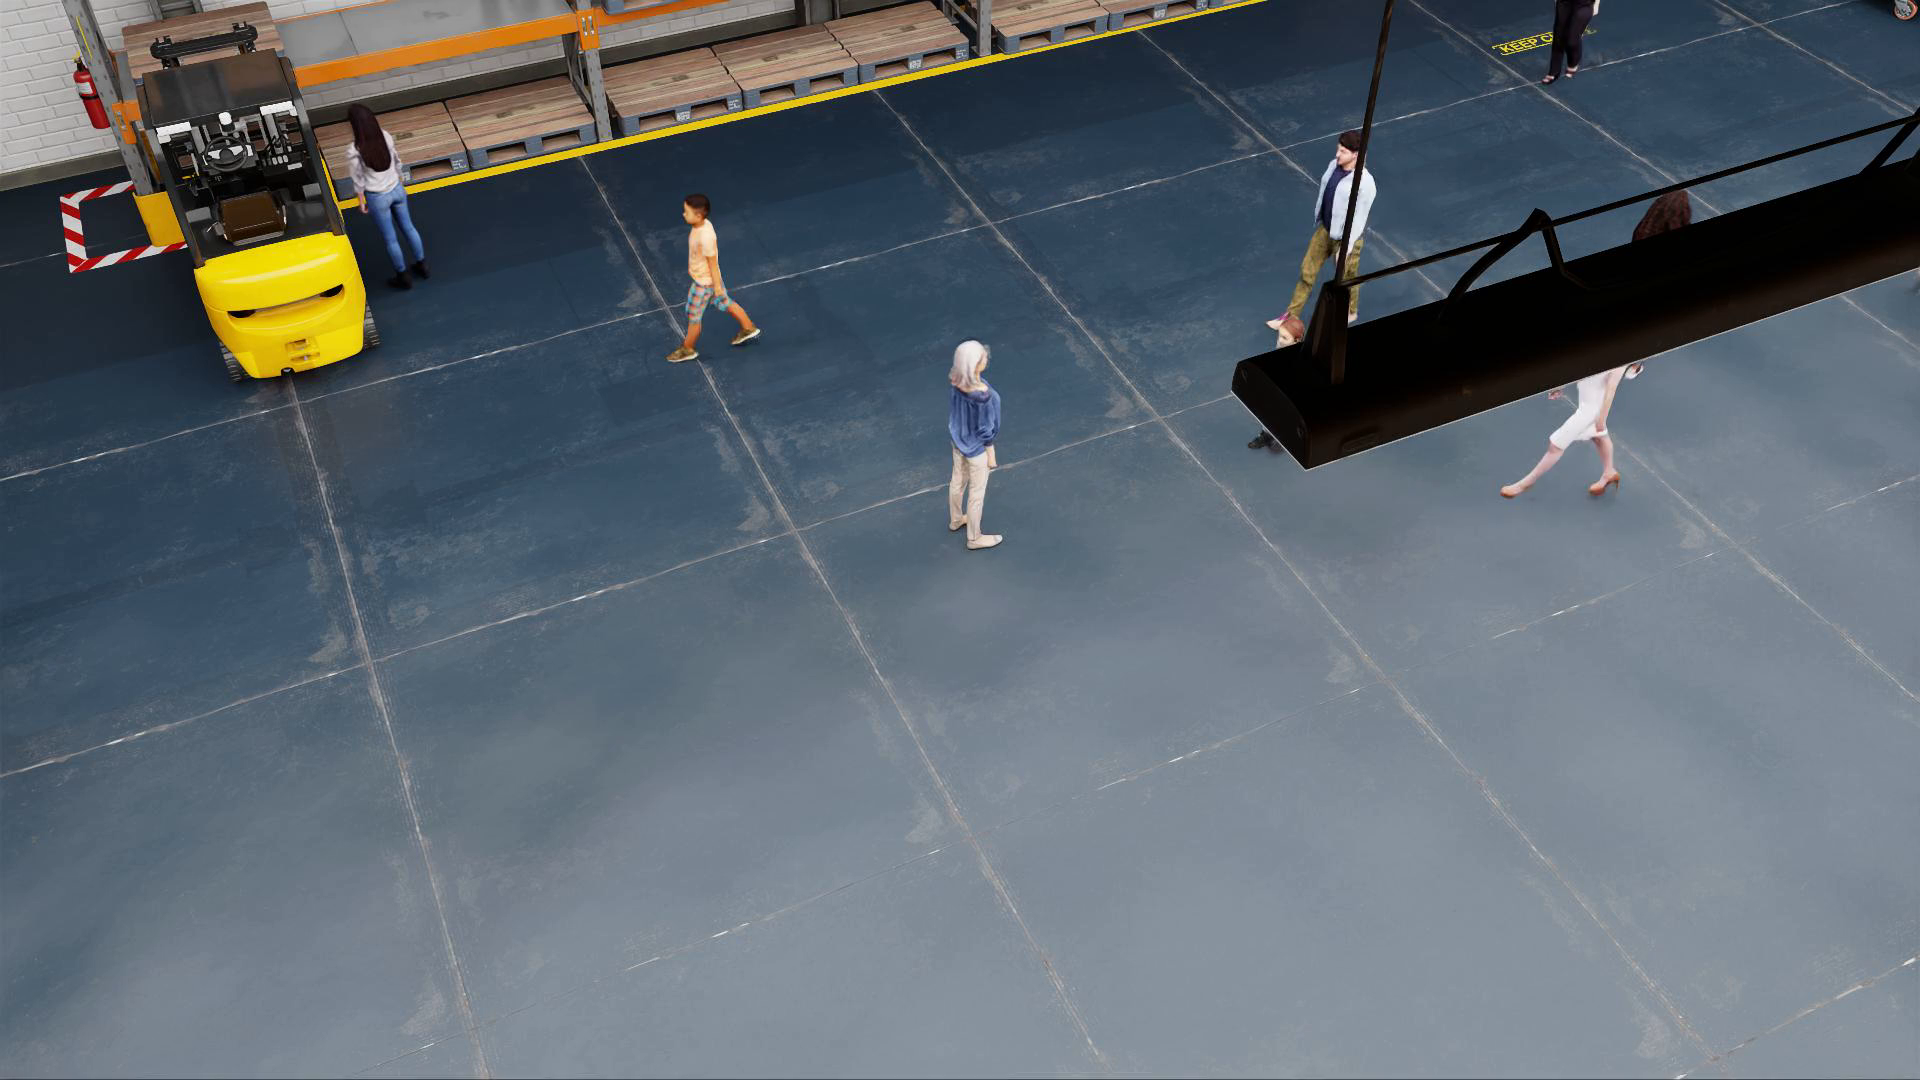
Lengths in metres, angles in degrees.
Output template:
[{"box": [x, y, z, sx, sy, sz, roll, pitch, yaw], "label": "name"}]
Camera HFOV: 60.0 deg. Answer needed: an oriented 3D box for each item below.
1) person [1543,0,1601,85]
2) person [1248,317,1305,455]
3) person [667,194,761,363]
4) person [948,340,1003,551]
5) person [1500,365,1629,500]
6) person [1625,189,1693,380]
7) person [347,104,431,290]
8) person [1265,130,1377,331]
[{"box": [5.994, -5.199, 16.095, 0.759, 1.647, 0.700, -34, 53, -30], "label": "person"}, {"box": [2.428, -1.137, 12.168, 0.537, 1.183, 0.490, -21, 47, -21], "label": "person"}, {"box": [-1.905, -2.059, 12.962, 1.029, 1.423, 0.640, -12, 45, -12], "label": "person"}, {"box": [0.075, -0.654, 11.291, 0.594, 1.694, 0.634, -23, 48, -23], "label": "person"}, {"box": [4.461, -0.922, 11.541, 1.163, 1.738, 0.885, 0, 44, 0], "label": "person"}, {"box": [5.248, -1.949, 12.708, 0.713, 1.614, 0.770, 15, 46, 16], "label": "person"}, {"box": [-4.695, -2.813, 13.606, 0.745, 1.626, 0.633, 26, 49, 25], "label": "person"}, {"box": [3.059, -2.404, 13.067, 1.061, 1.778, 0.714, -20, 47, -20], "label": "person"}]
